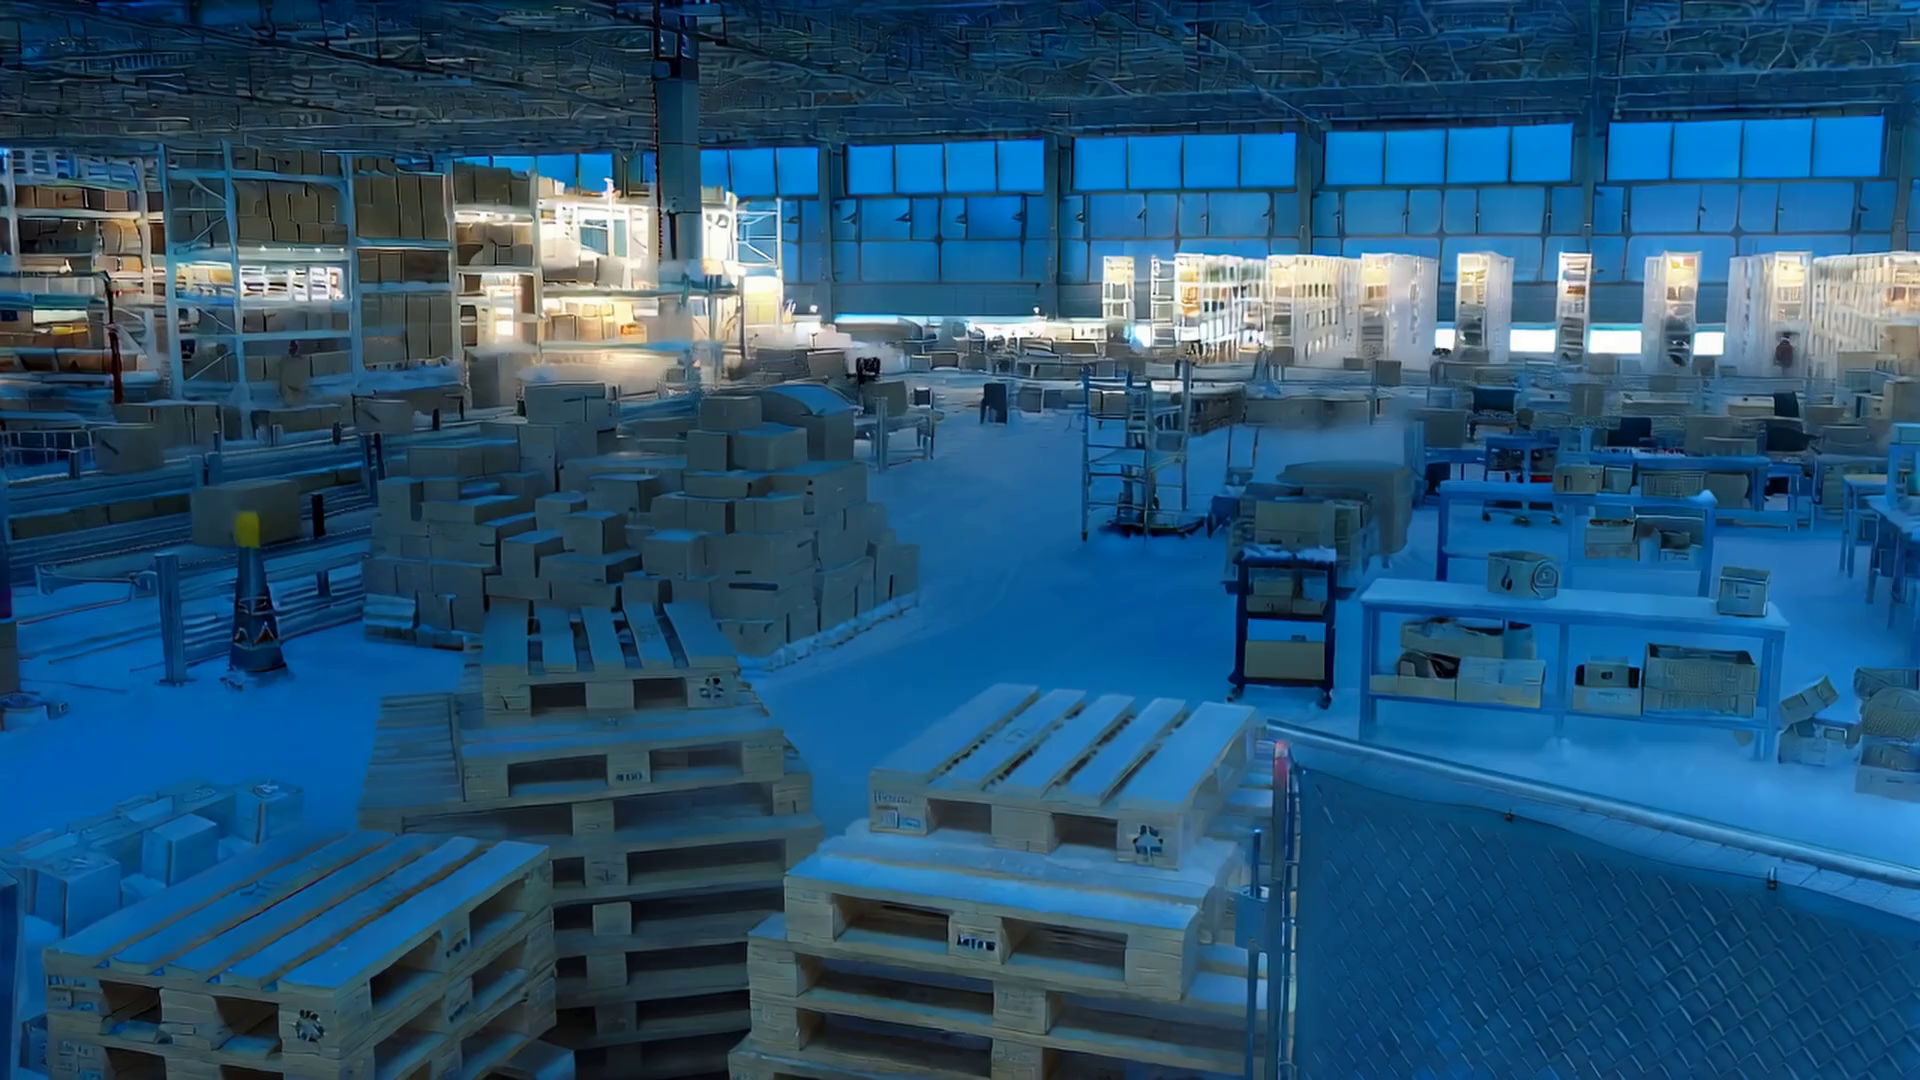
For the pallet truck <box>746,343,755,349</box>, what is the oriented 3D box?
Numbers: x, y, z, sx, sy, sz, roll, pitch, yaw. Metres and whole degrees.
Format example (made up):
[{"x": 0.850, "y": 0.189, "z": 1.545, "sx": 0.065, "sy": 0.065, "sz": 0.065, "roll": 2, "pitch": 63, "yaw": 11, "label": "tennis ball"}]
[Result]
[{"x": -6.183, "y": -4.618, "z": 44.264, "sx": 1.601, "sy": 1.201, "sz": 0.680, "roll": -9, "pitch": 12, "yaw": -43, "label": "pallet truck"}]

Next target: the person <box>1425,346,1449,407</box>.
[{"x": 8.707, "y": -2.687, "z": 30.527, "sx": 0.700, "sy": 1.742, "sz": 0.549, "roll": -1, "pitch": 9, "yaw": -7, "label": "person"}]

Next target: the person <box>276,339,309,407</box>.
[{"x": -12.054, "y": -2.683, "z": 30.044, "sx": 0.612, "sy": 1.888, "sz": 0.651, "roll": 5, "pitch": 11, "yaw": 31, "label": "person"}]

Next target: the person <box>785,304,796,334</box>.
[{"x": -6.754, "y": -8.377, "z": 65.723, "sx": 0.853, "sy": 1.913, "sz": 0.591, "roll": 5, "pitch": 10, "yaw": 26, "label": "person"}]

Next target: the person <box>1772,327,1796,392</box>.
[{"x": 19.584, "y": -4.102, "z": 39.218, "sx": 0.817, "sy": 1.799, "sz": 0.629, "roll": 4, "pitch": 10, "yaw": 24, "label": "person"}]

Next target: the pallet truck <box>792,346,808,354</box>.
[{"x": -3.705, "y": -4.298, "z": 42.022, "sx": 0.653, "sy": 1.274, "sz": 1.630, "roll": 3, "pitch": 10, "yaw": 20, "label": "pallet truck"}]

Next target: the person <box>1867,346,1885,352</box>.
[{"x": 21.147, "y": -4.036, "z": 38.481, "sx": 0.407, "sy": 1.904, "sz": 0.655, "roll": 4, "pitch": 10, "yaw": 25, "label": "person"}]

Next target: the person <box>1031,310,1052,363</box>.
[{"x": 2.551, "y": -6.182, "z": 51.877, "sx": 0.616, "sy": 1.944, "sz": 1.044, "roll": 3, "pitch": 10, "yaw": 19, "label": "person"}]

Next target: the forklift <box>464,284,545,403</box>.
[{"x": -10.832, "y": -4.702, "z": 39.610, "sx": 1.129, "sy": 2.768, "sz": 1.873, "roll": 3, "pitch": 10, "yaw": 20, "label": "forklift"}]

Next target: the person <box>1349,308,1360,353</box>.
[{"x": 14.519, "y": -7.608, "z": 61.098, "sx": 0.387, "sy": 1.845, "sz": 0.565, "roll": 8, "pitch": 12, "yaw": 43, "label": "person"}]

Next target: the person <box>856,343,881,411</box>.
[{"x": -1.889, "y": -3.265, "z": 34.432, "sx": 0.533, "sy": 1.654, "sz": 0.858, "roll": 1, "pitch": 9, "yaw": 6, "label": "person"}]
